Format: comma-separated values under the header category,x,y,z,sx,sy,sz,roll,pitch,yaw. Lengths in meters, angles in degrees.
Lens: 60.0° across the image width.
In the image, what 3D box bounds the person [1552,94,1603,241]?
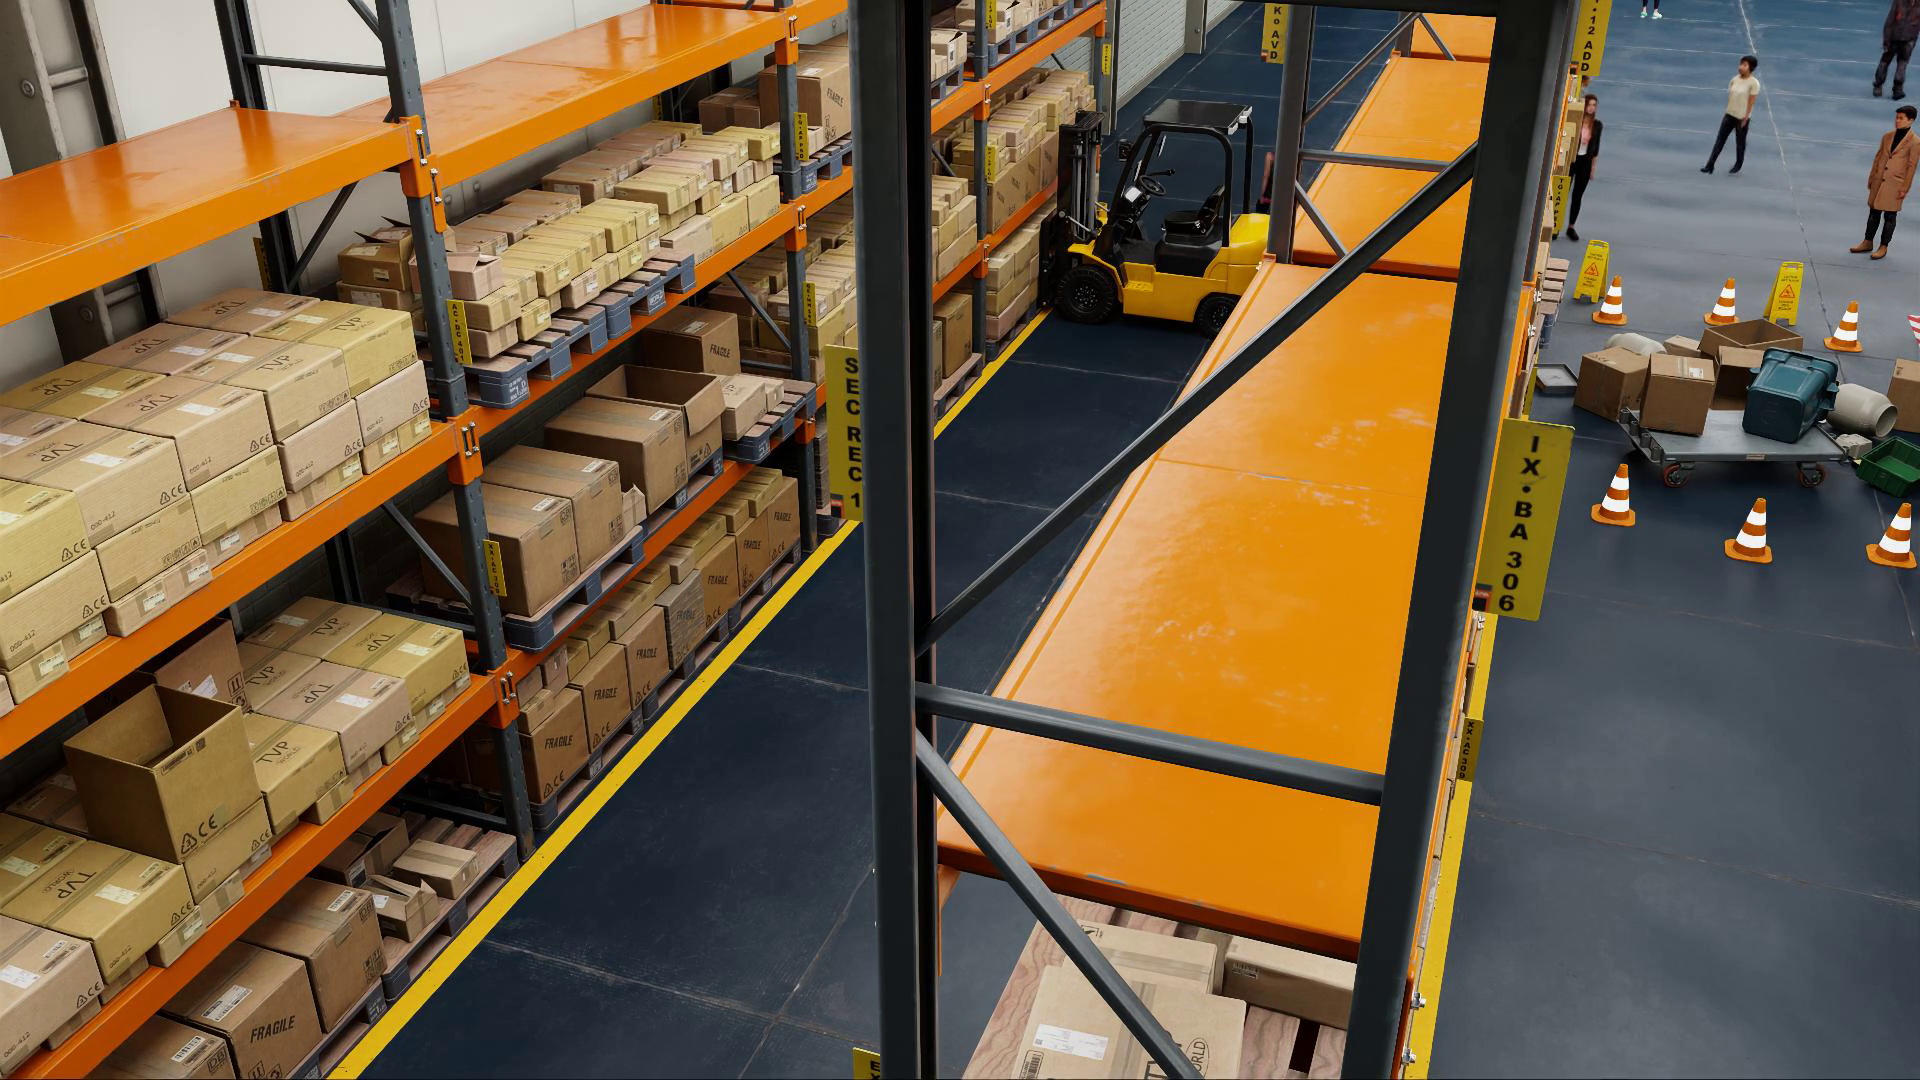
category,x,y,z,sx,sy,sz,roll,pitch,yaw
person,7.273,-4.409,19.626,0.645,1.710,0.608,3,28,5

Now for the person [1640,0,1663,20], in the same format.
category,x,y,z,sx,sy,sz,roll,pitch,yaw
person,13.316,-10.861,31.751,0.661,1.702,0.644,22,35,35

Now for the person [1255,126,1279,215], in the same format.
category,x,y,z,sx,sy,sz,roll,pitch,yaw
person,3.609,-3.919,18.888,0.663,1.540,0.704,-7,29,-12

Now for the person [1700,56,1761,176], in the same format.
category,x,y,z,sx,sy,sz,roll,pitch,yaw
person,10.342,-5.587,22.012,1.067,1.547,0.970,-16,32,-27

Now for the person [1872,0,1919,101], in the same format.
category,x,y,z,sx,sy,sz,roll,pitch,yaw
person,14.599,-7.799,25.907,0.768,1.791,1.210,7,29,13

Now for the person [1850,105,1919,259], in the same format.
category,x,y,z,sx,sy,sz,roll,pitch,yaw
person,10.673,-4.114,19.056,0.827,1.726,0.770,-13,31,-23
